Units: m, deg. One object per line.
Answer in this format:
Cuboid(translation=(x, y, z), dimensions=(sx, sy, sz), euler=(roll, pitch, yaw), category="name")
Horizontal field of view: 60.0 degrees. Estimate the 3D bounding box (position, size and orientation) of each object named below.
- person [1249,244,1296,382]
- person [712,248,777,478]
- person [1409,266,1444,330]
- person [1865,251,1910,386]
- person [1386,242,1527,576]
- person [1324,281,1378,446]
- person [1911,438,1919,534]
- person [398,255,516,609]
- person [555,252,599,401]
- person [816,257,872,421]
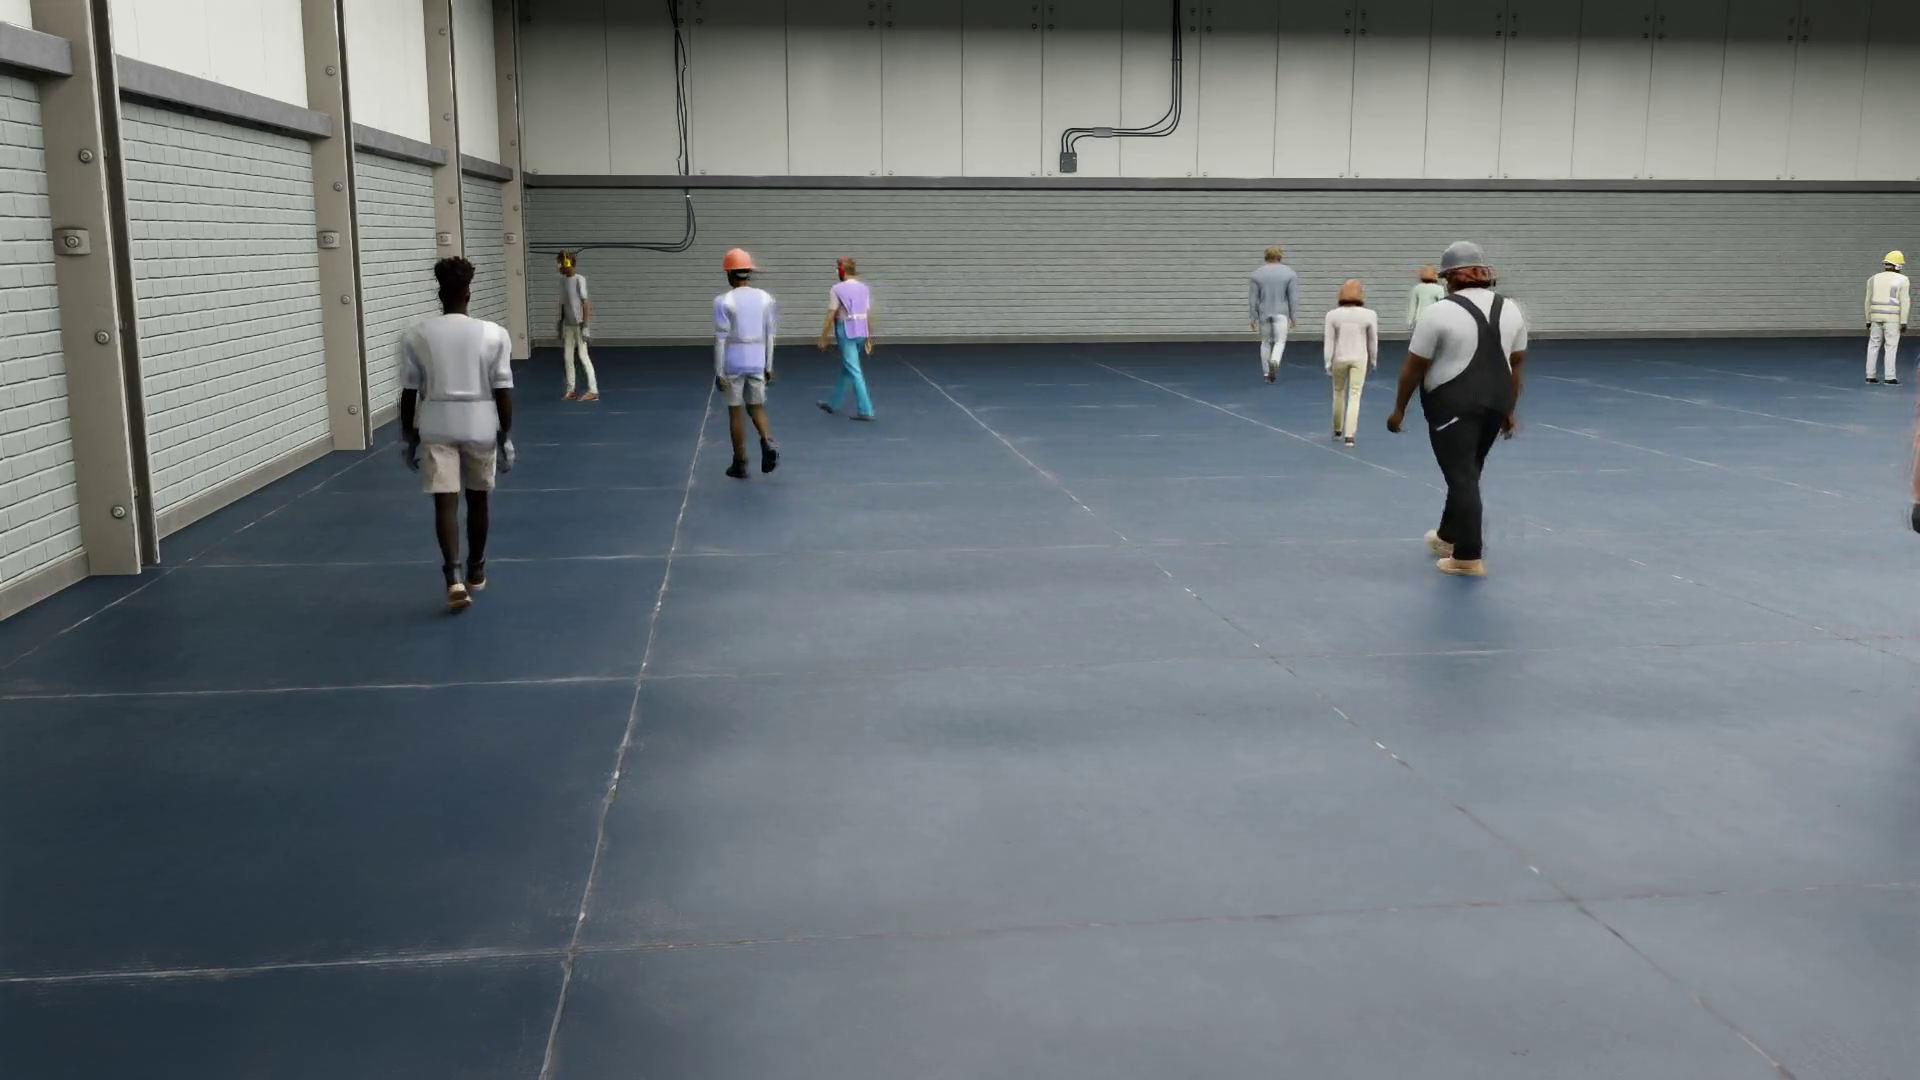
Cuboid(translation=(4.303, -3.111, 22.957), dimensions=(0.638, 1.923, 0.740), euler=(3, 11, 17), category="person")
Cuboid(translation=(-1.797, -1.458, 13.872), dimensions=(0.561, 1.927, 0.522), euler=(-7, 13, -35), category="person")
Cuboid(translation=(6.873, -3.220, 24.462), dimensions=(0.846, 1.591, 0.505), euler=(-8, 13, -38), category="person")
Cuboid(translation=(12.667, -3.023, 22.714), dimensions=(0.404, 1.832, 0.592), euler=(-5, 12, -27), category="person")
Cuboid(translation=(3.006, -0.842, 10.187), dimensions=(0.712, 2.000, 0.951), euler=(-4, 11, -20), category="person")
Cuboid(translation=(3.839, -1.742, 16.367), dimensions=(0.505, 1.588, 0.863), euler=(3, 11, 17), category="person")
Cuboid(translation=(4.371, -0.156, 6.830), dimensions=(0.678, 1.884, 0.738), euler=(-1, 10, -6), category="person")
Cuboid(translation=(-2.782, -0.605, 9.211), dimensions=(0.616, 1.930, 0.952), euler=(-3, 11, -17), category="person")
Cuboid(translation=(-4.775, -2.638, 20.625), dimensions=(0.368, 1.830, 0.580), euler=(-10, 14, -43), category="person")
Cuboid(translation=(-1.307, -2.235, 18.496), dimensions=(0.952, 1.799, 0.572), euler=(7, 13, 34), category="person")
